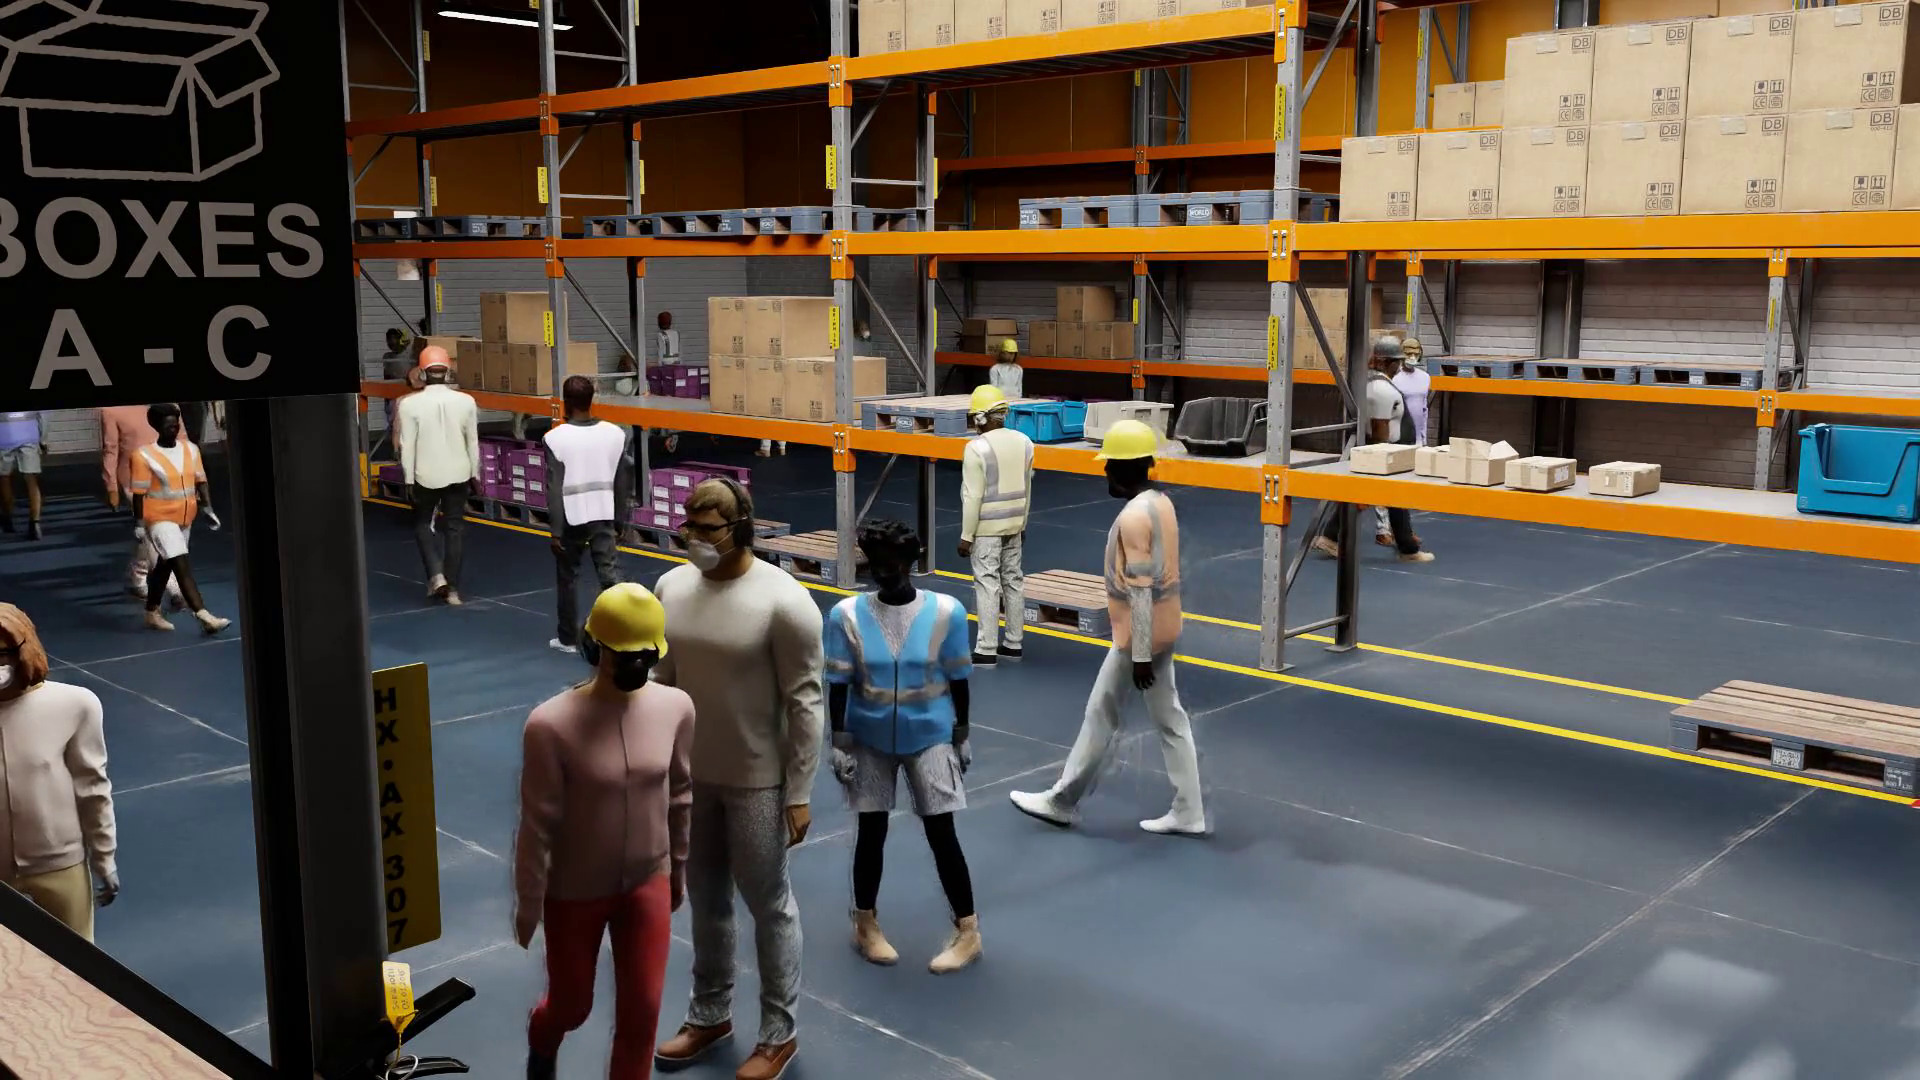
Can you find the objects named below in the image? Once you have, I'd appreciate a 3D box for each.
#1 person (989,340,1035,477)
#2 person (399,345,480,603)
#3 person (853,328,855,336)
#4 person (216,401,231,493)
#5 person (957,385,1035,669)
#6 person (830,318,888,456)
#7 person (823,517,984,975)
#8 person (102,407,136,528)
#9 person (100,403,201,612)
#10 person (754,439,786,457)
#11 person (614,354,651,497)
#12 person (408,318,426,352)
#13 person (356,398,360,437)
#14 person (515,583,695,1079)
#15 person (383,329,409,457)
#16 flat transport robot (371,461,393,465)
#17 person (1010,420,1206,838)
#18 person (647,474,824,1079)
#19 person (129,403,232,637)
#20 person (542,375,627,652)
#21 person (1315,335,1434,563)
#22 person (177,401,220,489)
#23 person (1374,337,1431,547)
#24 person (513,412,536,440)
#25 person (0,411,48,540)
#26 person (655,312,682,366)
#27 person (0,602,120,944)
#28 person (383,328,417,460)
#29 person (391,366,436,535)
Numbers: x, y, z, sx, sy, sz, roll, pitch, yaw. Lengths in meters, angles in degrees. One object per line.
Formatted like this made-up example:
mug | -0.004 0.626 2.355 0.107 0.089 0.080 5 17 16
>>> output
person | 0.590 -1.577 20.242 0.499 1.697 0.899 -4 10 -25
person | -3.973 -0.495 12.726 0.629 1.975 0.441 -6 11 -32
person | -1.449 -2.188 23.692 0.988 1.776 0.612 6 11 33
person | -8.194 -1.463 18.867 0.453 1.918 0.557 4 10 21
person | 0.208 -0.085 10.700 0.586 1.823 0.403 -9 13 -44
person | -1.437 -2.103 22.851 0.955 1.905 0.632 8 12 41
person | -0.209 0.738 6.102 0.572 1.677 0.356 1 9 4
person | -8.203 -1.049 16.610 0.639 1.825 0.631 -5 10 -26
person | -6.068 -0.440 12.517 1.021 1.941 0.622 5 11 29
person | -2.617 -2.059 22.766 0.621 1.838 0.429 -8 13 -42
person | -3.619 -1.255 18.497 0.503 1.614 0.512 6 11 31
person | -6.913 -1.911 21.523 0.629 1.942 0.613 6 11 32
person | -6.600 -1.254 17.257 0.648 2.018 0.764 -5 10 -27
person | -1.034 0.941 4.710 0.542 1.729 0.722 -7 11 -36
person | -7.538 -1.975 22.488 0.561 1.746 0.514 0 9 0
flat transport robot | -6.780 -0.826 19.987 1.431 0.197 0.652 -4 10 -24
person | 0.701 0.402 7.501 0.944 1.880 0.619 4 10 21
person | -0.718 0.751 5.223 0.635 1.936 0.356 5 11 30
person | -5.438 -0.141 11.552 0.882 1.633 0.530 4 10 21
person | -2.414 -0.138 10.842 0.596 1.882 0.975 -7 12 -38
person | 3.612 -0.812 14.489 0.985 2.000 0.686 -1 9 -4
person | -8.806 -1.423 18.989 0.567 1.785 0.998 -1 9 -7
person | 4.100 -0.908 15.399 0.629 1.937 0.376 -6 11 -30
person | -6.243 -2.184 23.495 0.522 1.852 0.461 -9 13 -43
person | -9.036 -0.966 15.912 0.569 1.878 1.008 -7 12 -37
person | -4.655 -2.706 26.682 0.339 1.869 0.690 5 10 26
person | -2.721 0.971 4.826 0.503 1.627 0.270 -5 10 -27
person | -7.149 -1.835 21.488 0.538 1.812 0.951 3 10 20
person | -5.245 -0.867 16.087 0.546 1.615 0.589 -9 13 -43
